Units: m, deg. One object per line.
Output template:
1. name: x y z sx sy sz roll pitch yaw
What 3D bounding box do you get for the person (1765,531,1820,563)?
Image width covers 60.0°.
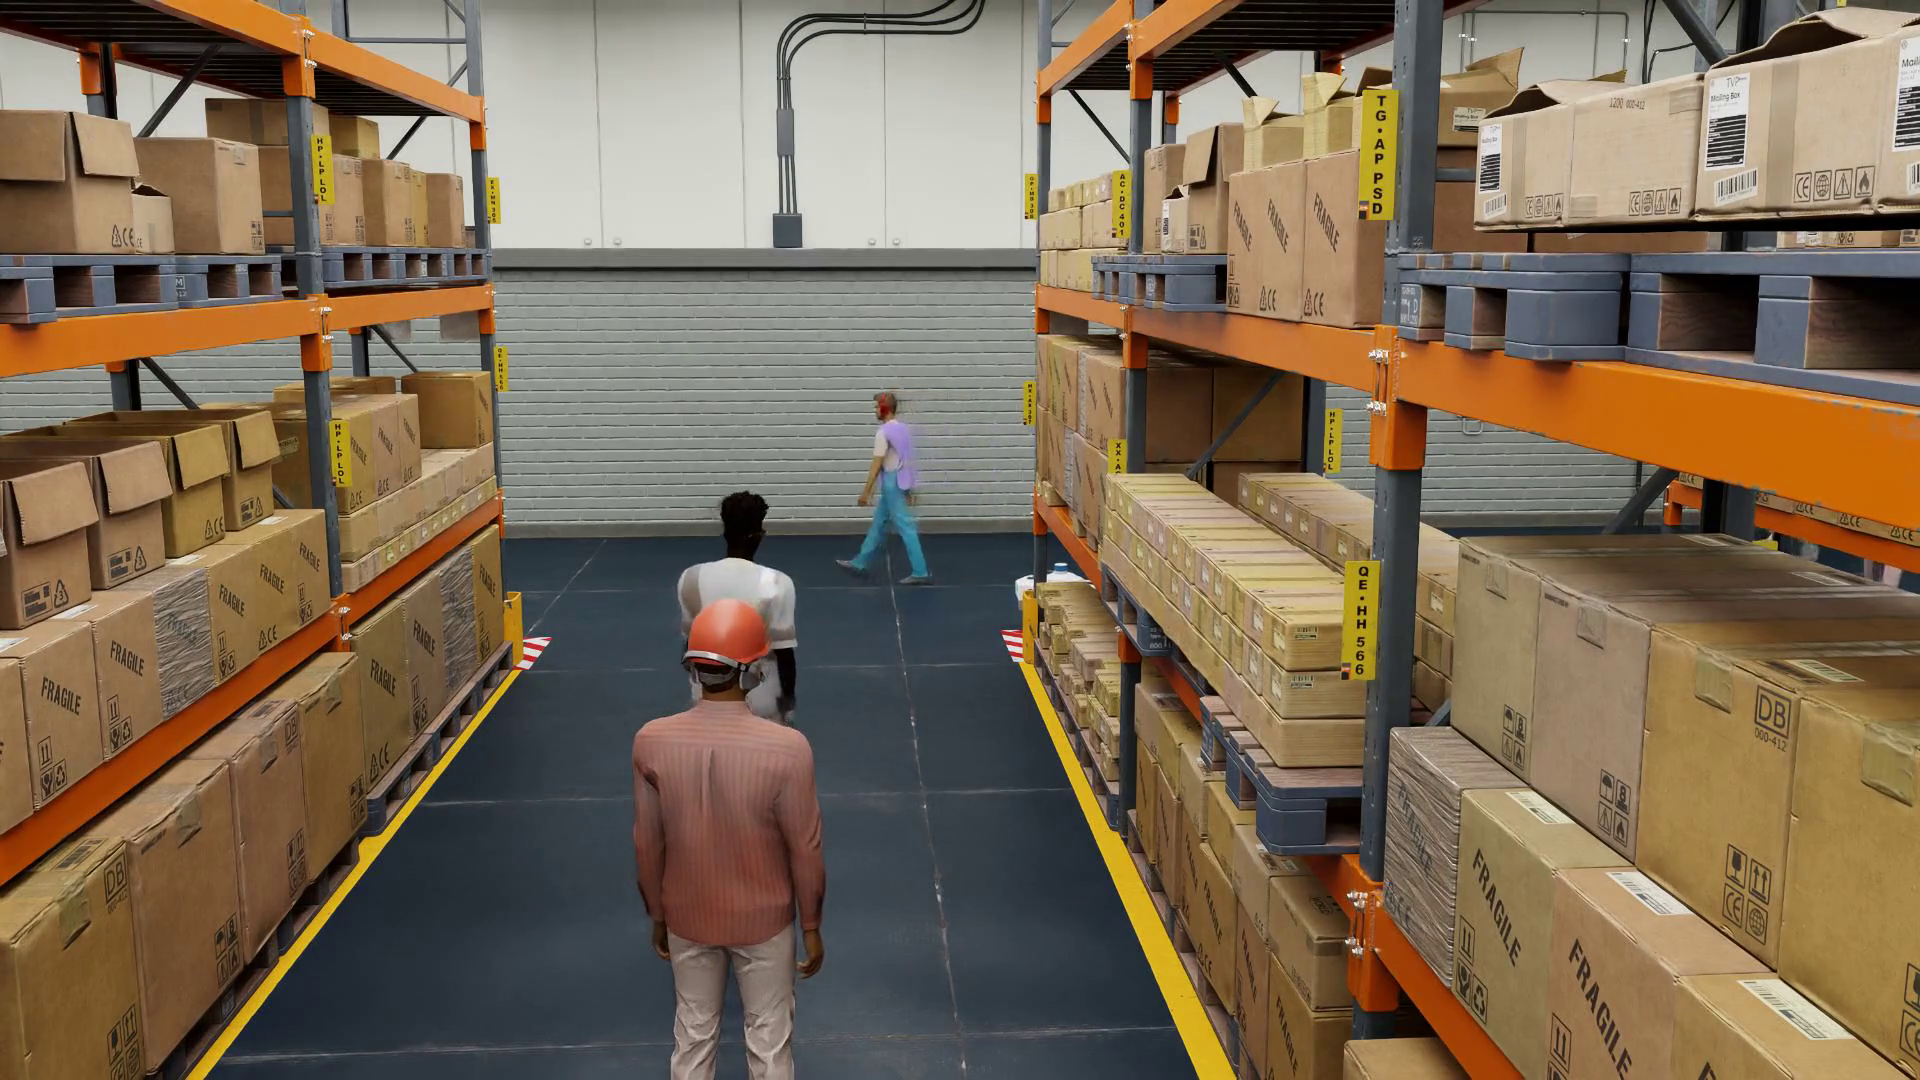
1. person: 7.308 -0.381 14.572 0.822 1.918 0.637 -6 11 -32

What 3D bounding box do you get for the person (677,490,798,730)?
1. person: -1.045 0.732 7.928 0.603 1.946 0.454 2 10 11

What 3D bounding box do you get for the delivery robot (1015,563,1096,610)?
1. delivery robot: 0.813 0.432 13.492 0.707 0.478 0.477 5 11 25

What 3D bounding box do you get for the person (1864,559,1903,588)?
1. person: 7.952 -0.332 14.146 0.622 1.947 0.934 7 12 34

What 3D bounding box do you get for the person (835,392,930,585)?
1. person: -0.721 -0.472 15.480 0.997 1.786 0.572 2 10 13

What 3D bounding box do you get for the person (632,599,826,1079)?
1. person: -0.709 1.168 5.201 0.612 1.995 0.376 2 10 12
